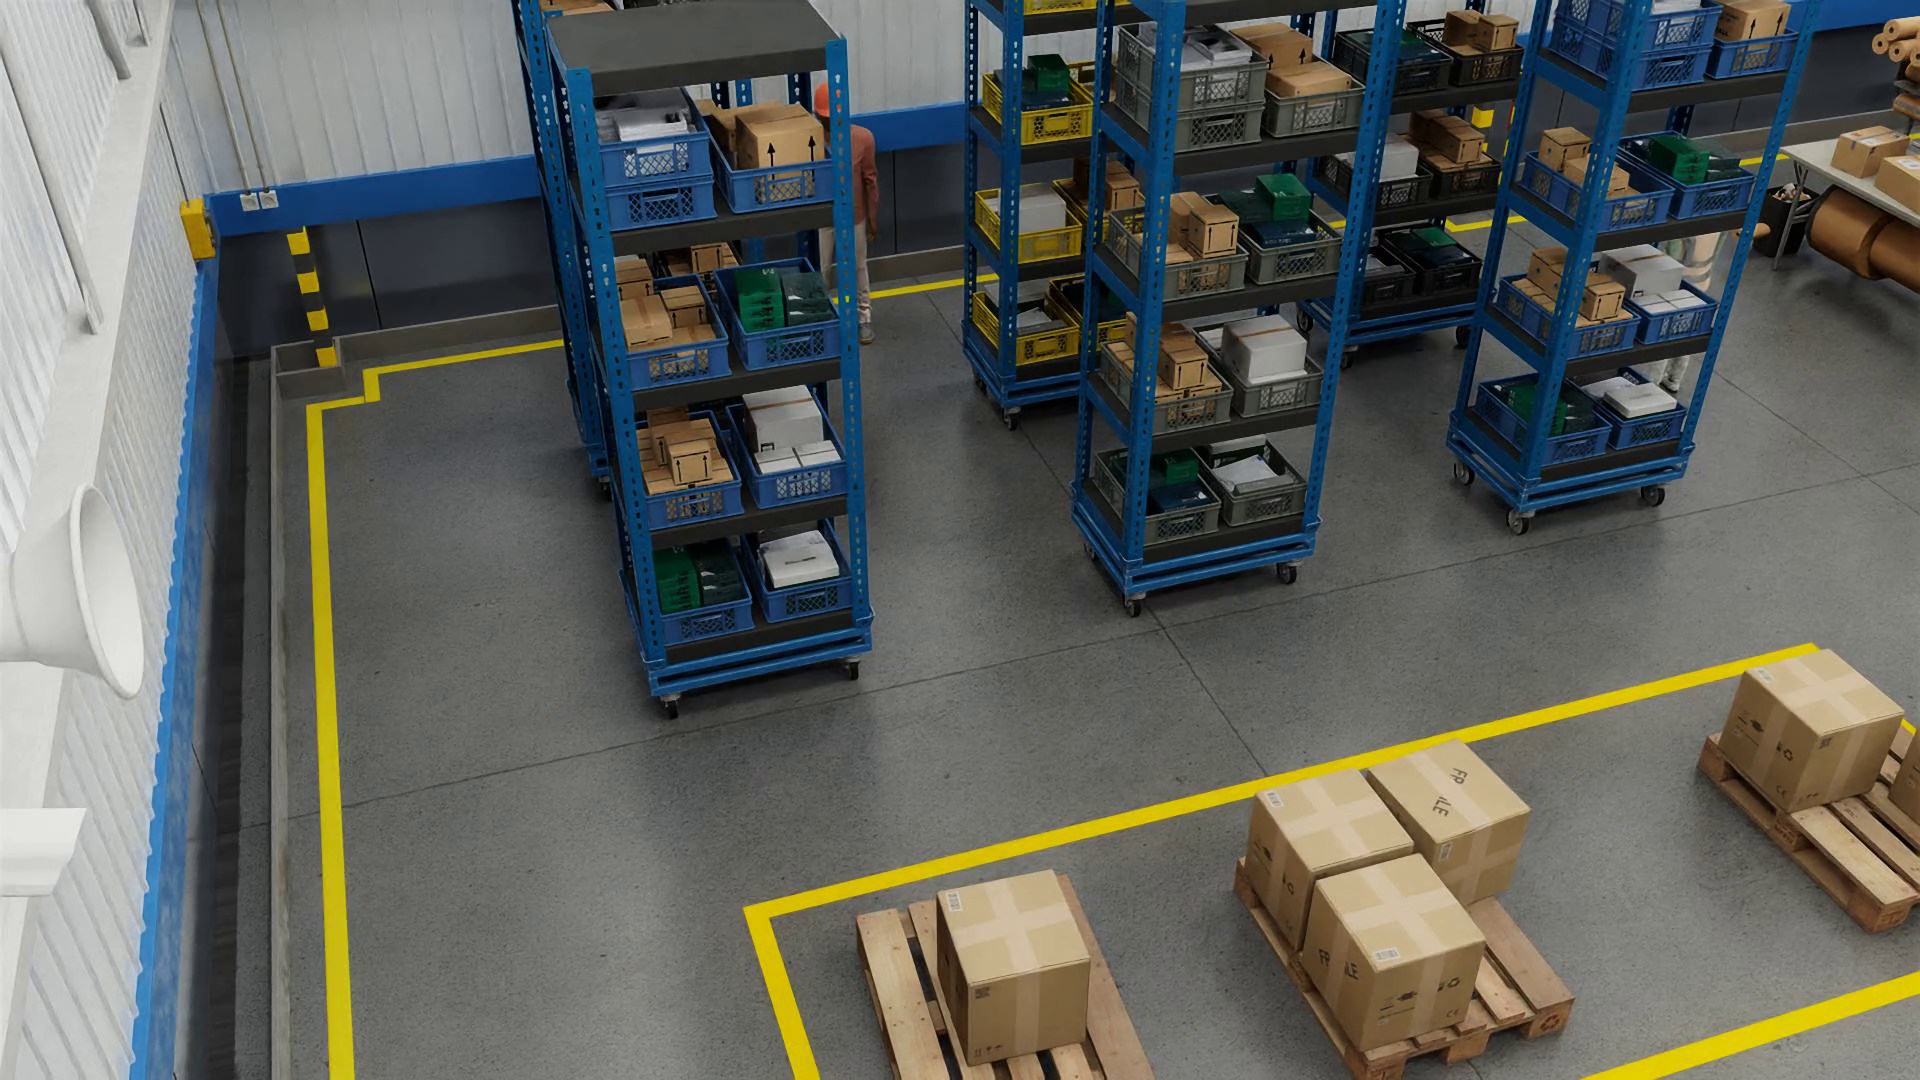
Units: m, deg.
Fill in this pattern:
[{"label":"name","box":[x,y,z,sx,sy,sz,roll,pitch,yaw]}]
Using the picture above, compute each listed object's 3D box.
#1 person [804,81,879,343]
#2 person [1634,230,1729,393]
[{"label":"person","box":[-0.879,-2.298,11.820,0.618,1.986,0.409,-6,36,-8]},{"label":"person","box":[4.890,-1.709,11.276,0.510,1.639,0.308,-16,38,-22]}]
